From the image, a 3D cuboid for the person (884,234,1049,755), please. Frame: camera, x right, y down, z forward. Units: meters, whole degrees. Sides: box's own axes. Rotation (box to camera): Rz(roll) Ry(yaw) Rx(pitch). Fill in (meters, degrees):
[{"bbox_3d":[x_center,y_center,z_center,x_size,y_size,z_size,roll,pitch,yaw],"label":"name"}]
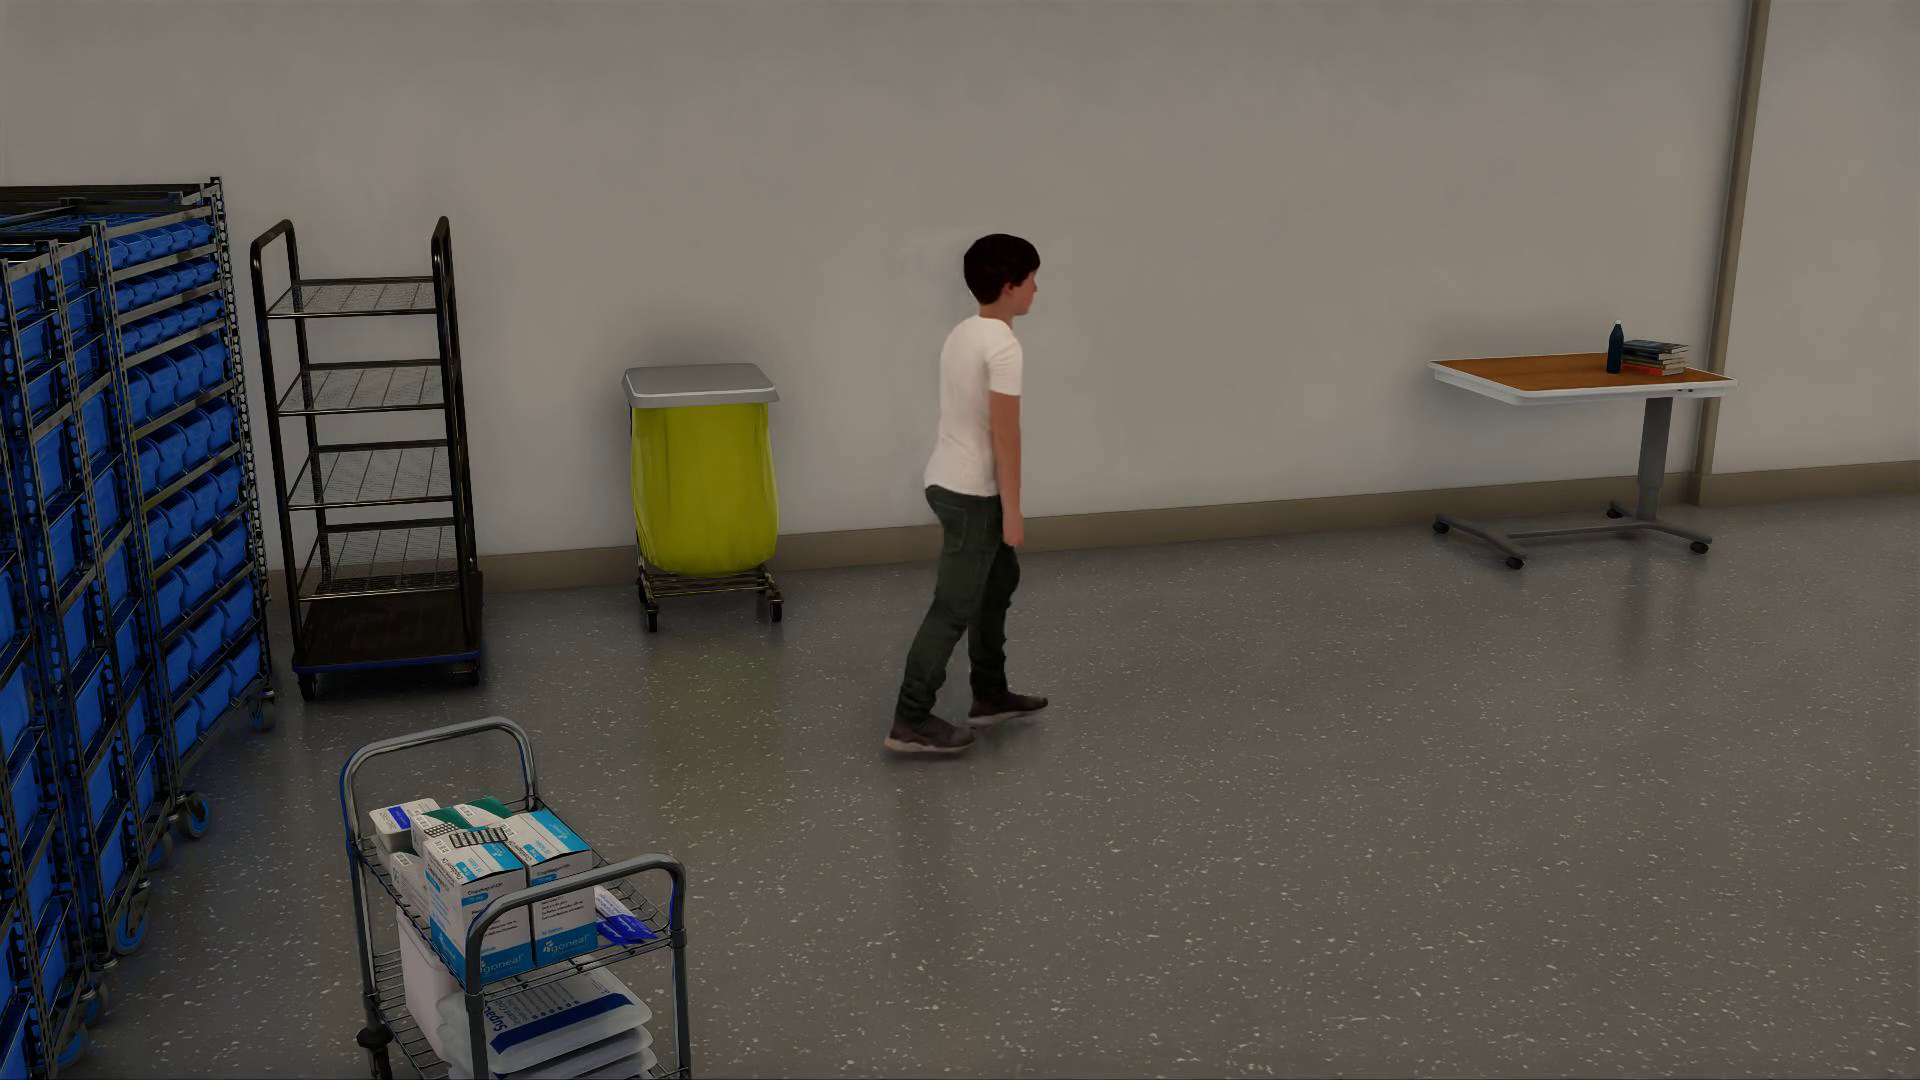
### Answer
[{"bbox_3d":[-0.020,-0.112,5.178,0.808,1.622,0.574,-5,16,-16],"label":"person"}]
